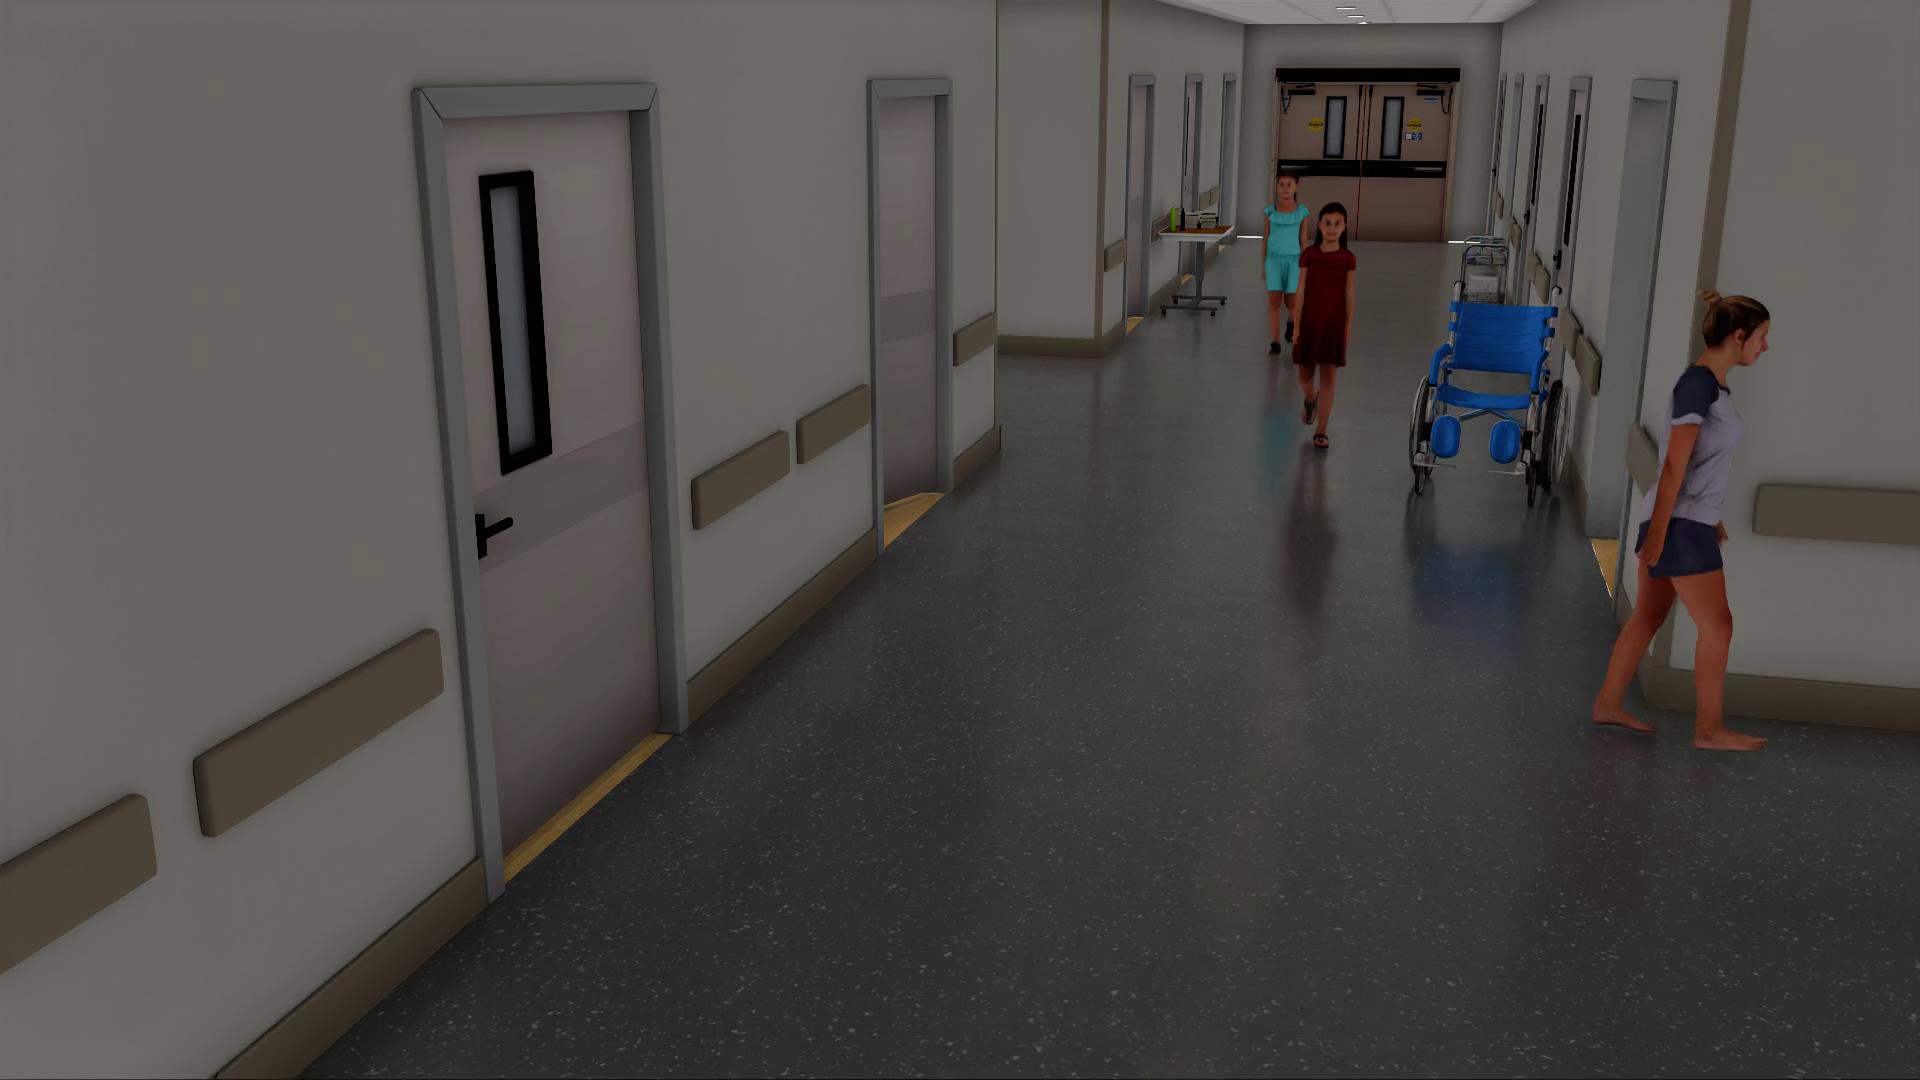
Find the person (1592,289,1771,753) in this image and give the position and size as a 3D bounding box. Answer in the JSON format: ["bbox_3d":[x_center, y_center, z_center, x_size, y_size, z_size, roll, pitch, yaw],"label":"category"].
[{"bbox_3d":[2.467,-0.061,5.894,0.760,1.602,0.778,8,17,25],"label":"person"}]

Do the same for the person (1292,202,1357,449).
[{"bbox_3d":[2.341,-1.399,10.755,0.545,1.539,0.890,3,16,12],"label":"person"}]

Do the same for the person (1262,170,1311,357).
[{"bbox_3d":[2.756,-2.344,14.100,0.585,1.544,0.904,6,17,19],"label":"person"}]
